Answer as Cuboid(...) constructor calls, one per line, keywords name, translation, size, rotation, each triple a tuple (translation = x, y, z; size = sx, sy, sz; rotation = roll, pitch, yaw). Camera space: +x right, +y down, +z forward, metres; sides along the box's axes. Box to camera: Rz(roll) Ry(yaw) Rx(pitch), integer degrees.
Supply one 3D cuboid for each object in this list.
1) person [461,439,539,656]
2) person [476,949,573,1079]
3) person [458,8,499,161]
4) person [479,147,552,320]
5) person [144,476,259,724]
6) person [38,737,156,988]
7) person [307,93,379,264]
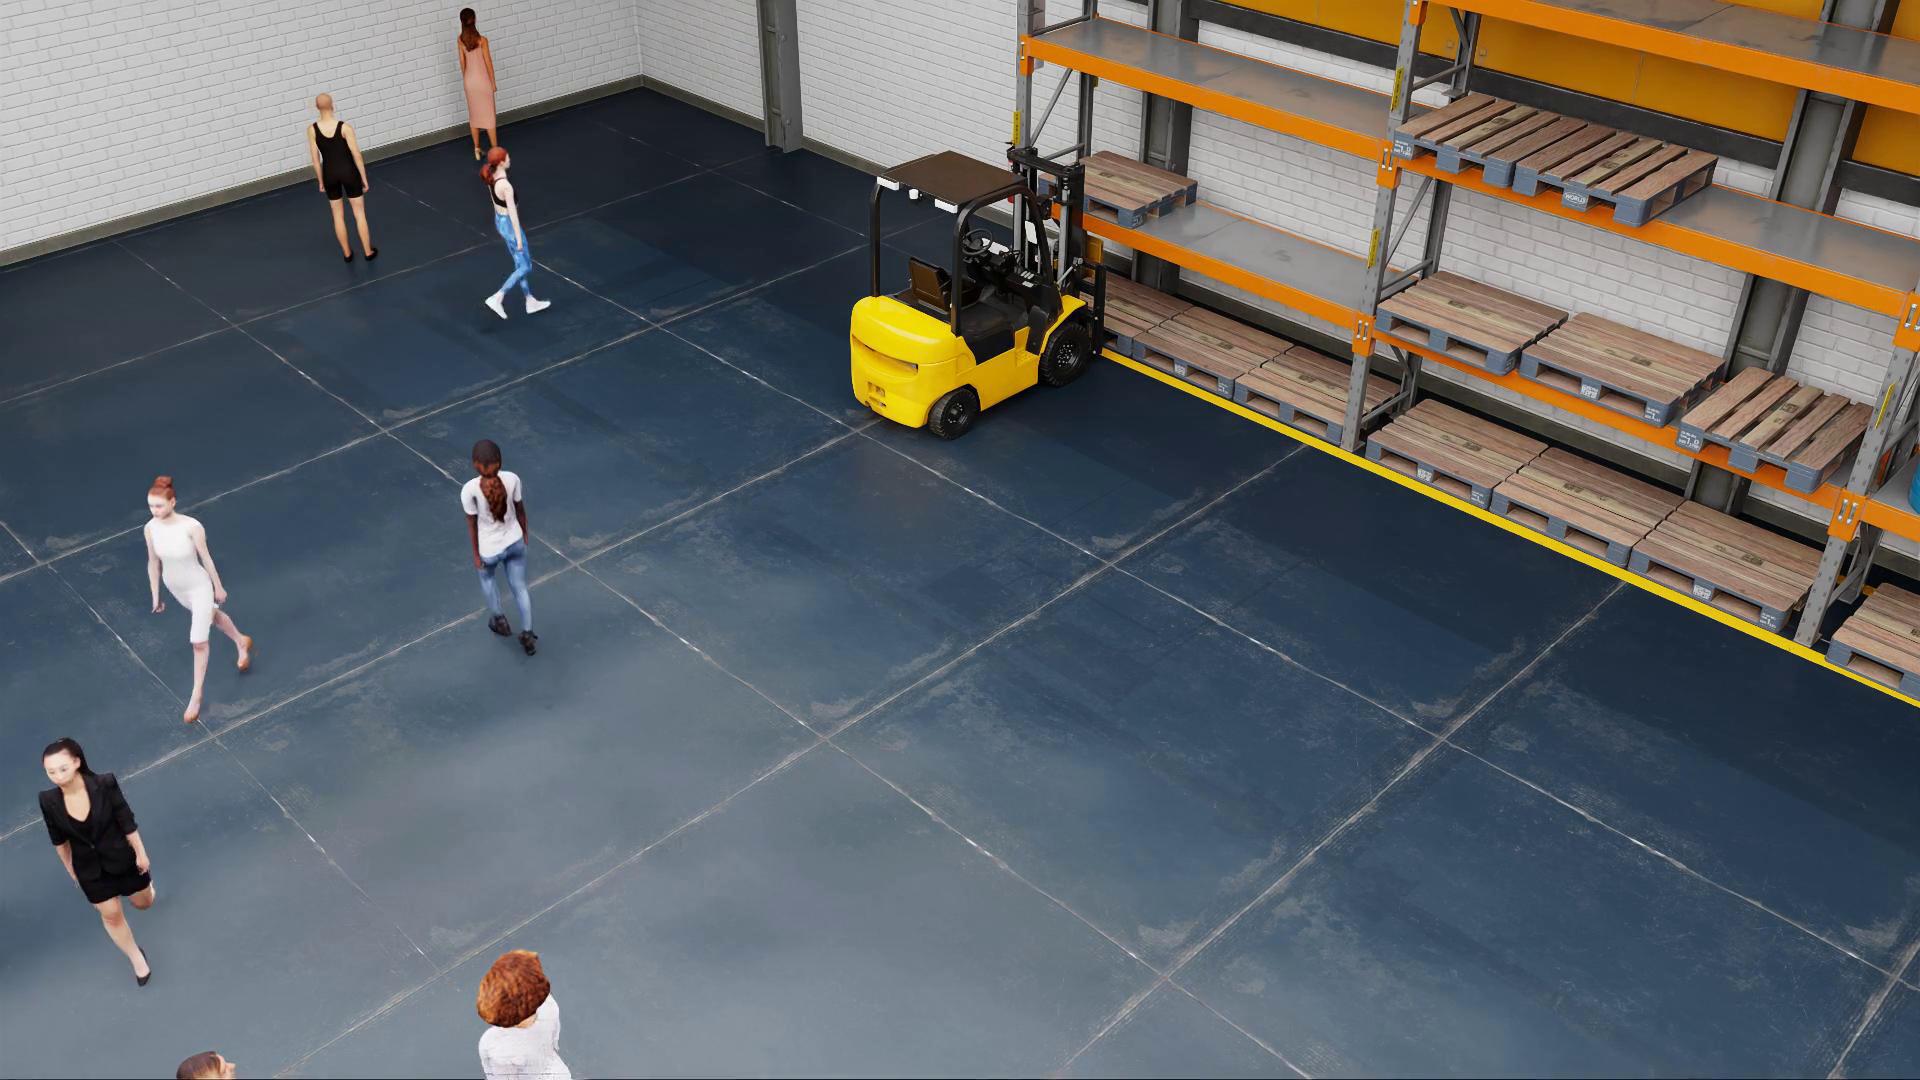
Cuboid(name="person", translation=(-3.225, 0.091, 11.802), size=(0.678, 1.705, 0.800), rotation=(-21, 39, -28))
Cuboid(name="person", translation=(-1.941, 2.684, 7.931), size=(1.177, 1.670, 0.855), rotation=(17, 37, 24))
Cuboid(name="person", translation=(-5.825, -5.494, 20.091), size=(0.616, 1.830, 0.716), rotation=(8, 34, 12))
Cuboid(name="person", translation=(-4.473, -2.984, 16.367), size=(0.659, 1.771, 0.887), rotation=(-27, 42, -34))
Cuboid(name="person", translation=(-5.216, 0.316, 11.435), size=(1.099, 1.736, 1.057), rotation=(5, 34, 8))
Cuboid(name="person", translation=(-4.767, 1.755, 9.319), size=(0.792, 1.681, 0.936), rotation=(-12, 35, -17))
Cuboid(name="person", translation=(-6.553, -3.823, 17.590), size=(0.710, 1.815, 0.725), rotation=(-4, 34, -6))
